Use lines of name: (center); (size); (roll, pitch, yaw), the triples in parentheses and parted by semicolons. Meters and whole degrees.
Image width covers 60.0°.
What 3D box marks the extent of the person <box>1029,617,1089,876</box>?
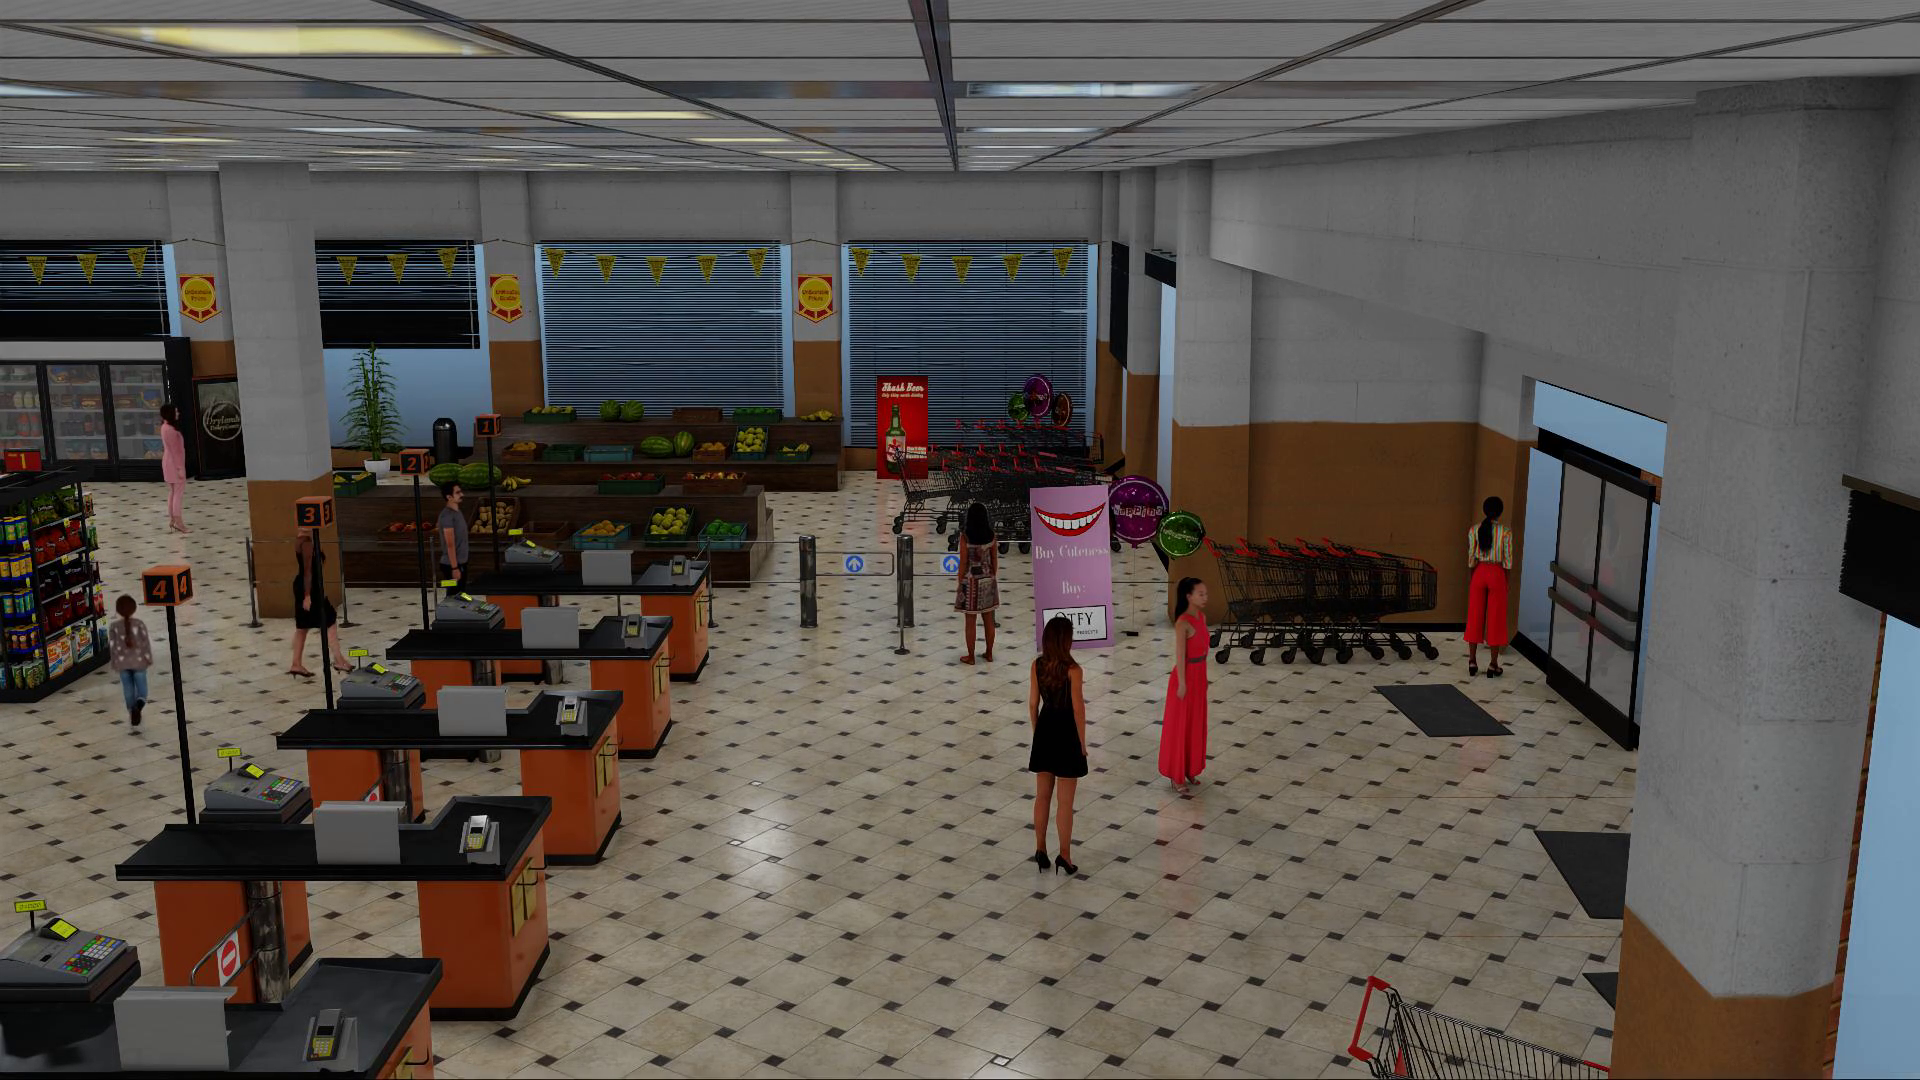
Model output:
person: (0.669, 1.427, 11.546); (0.632, 1.834, 0.728); (8, 14, 32)

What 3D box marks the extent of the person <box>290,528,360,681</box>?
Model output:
person: (-6.392, 0.526, 16.098); (0.970, 1.721, 0.848); (-6, 13, -27)

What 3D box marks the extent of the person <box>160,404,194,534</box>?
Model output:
person: (-10.936, -0.997, 23.132); (0.722, 1.803, 0.688); (-9, 15, -37)

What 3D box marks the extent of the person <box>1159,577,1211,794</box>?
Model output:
person: (1.819, 1.135, 13.194); (0.750, 1.725, 0.716); (8, 15, 35)

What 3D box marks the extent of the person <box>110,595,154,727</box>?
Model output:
person: (-7.350, 1.085, 14.737); (0.709, 1.187, 0.684); (-5, 13, -21)

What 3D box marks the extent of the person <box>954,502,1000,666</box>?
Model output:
person: (0.173, 0.428, 16.749); (0.640, 1.645, 0.784); (-6, 13, -27)

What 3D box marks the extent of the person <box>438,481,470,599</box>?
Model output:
person: (-5.271, 0.250, 17.331); (0.600, 1.754, 0.655); (-2, 12, -9)

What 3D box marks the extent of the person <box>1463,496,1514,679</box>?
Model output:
person: (5.174, 0.451, 16.279); (0.630, 1.793, 0.735); (7, 14, 30)
